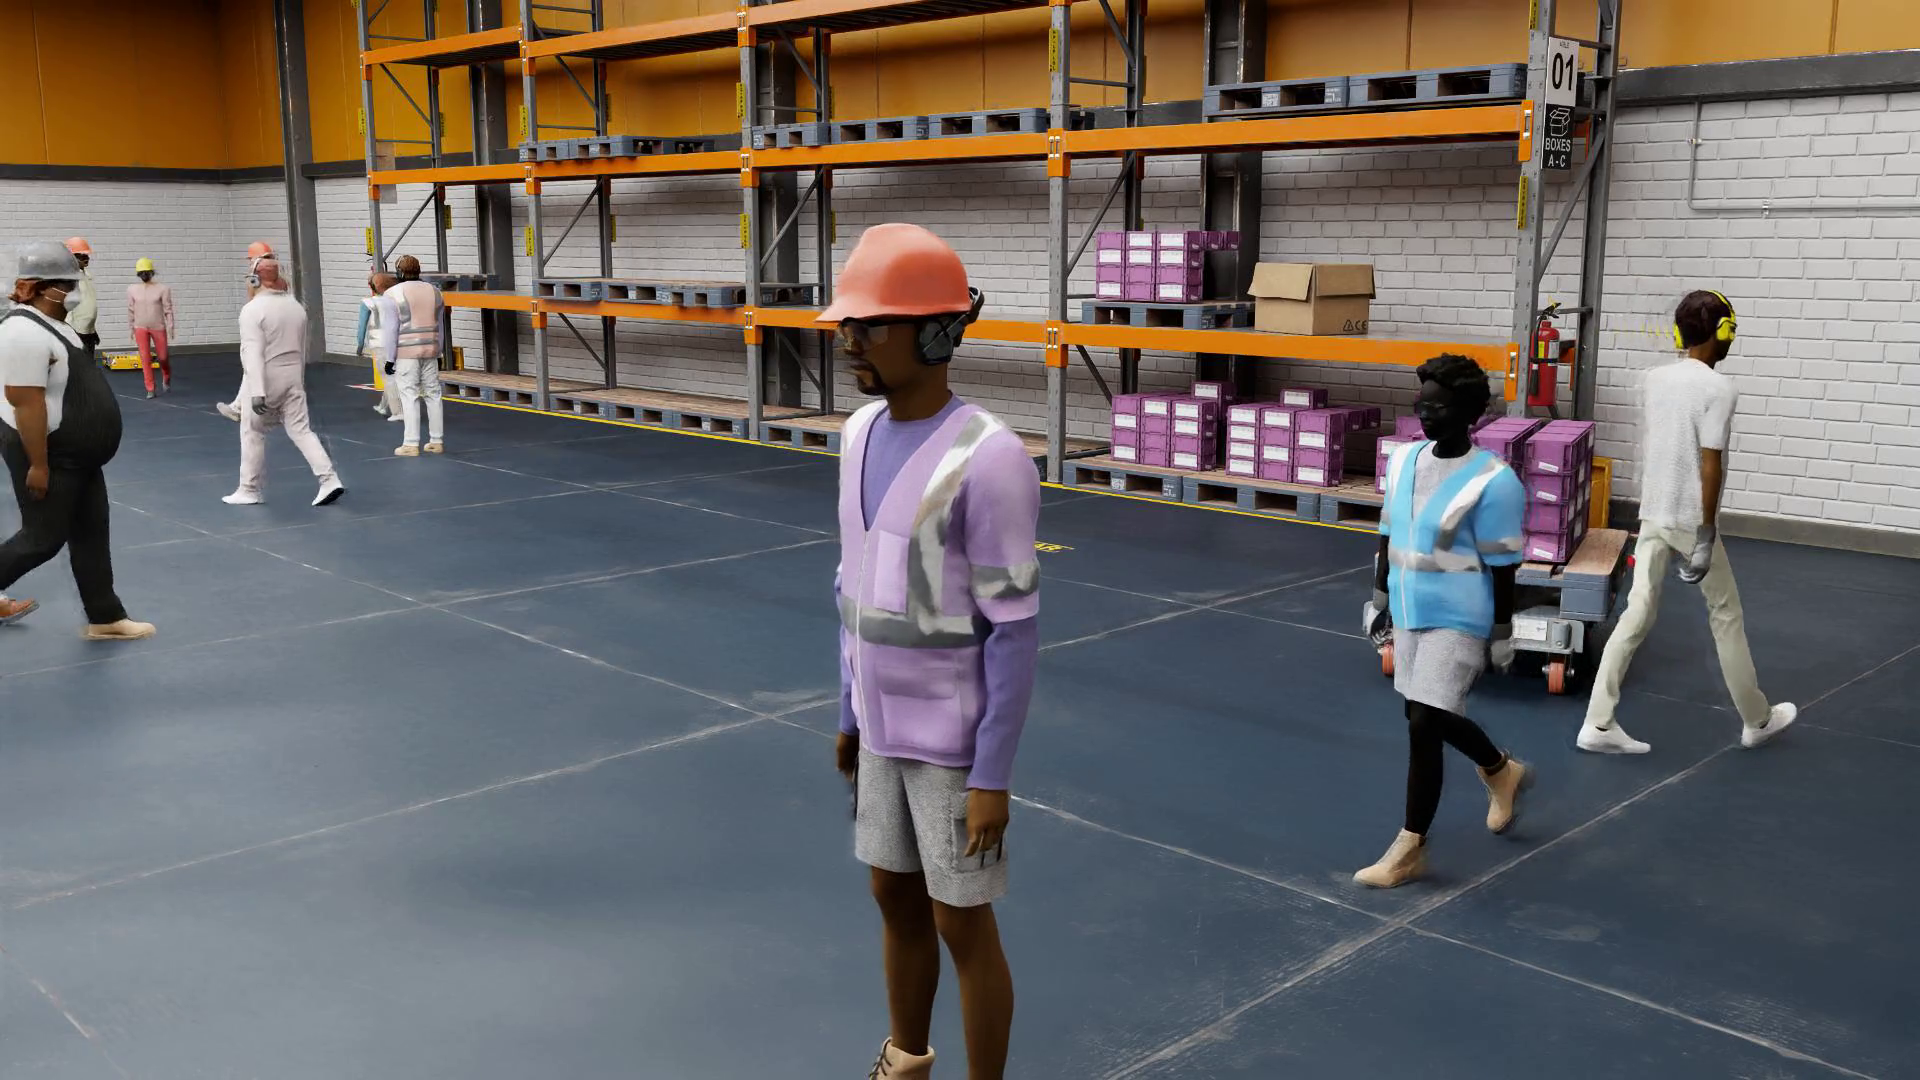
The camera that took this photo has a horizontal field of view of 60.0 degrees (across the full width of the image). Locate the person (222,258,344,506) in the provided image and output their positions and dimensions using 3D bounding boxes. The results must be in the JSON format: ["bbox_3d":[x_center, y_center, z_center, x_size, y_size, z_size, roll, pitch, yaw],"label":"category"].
[{"bbox_3d":[-5.081,-1.169,12.415,0.980,1.865,0.657,4,11,19],"label":"person"}]

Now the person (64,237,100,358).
[{"bbox_3d":[-9.699,-2.331,18.377,0.390,1.995,0.613,0,10,-2],"label":"person"}]

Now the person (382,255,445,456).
[{"bbox_3d":[-5.041,-1.696,15.335,0.430,1.845,0.624,8,13,37],"label":"person"}]

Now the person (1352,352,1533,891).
[{"bbox_3d":[1.577,0.235,5.269,0.768,1.673,0.530,-5,11,-24],"label":"person"}]

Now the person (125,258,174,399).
[{"bbox_3d":[-10.136,-2.659,20.851,0.529,1.749,0.641,-3,11,-18],"label":"person"}]

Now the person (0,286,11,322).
[{"bbox_3d":[-9.159,-1.802,15.899,0.628,1.849,0.536,2,11,10],"label":"person"}]

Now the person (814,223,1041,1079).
[{"bbox_3d":[-0.095,0.385,3.438,0.397,2.043,0.609,-7,13,-34],"label":"person"}]

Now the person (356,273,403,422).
[{"bbox_3d":[-6.347,-2.102,18.195,0.825,1.598,0.518,9,13,39],"label":"person"}]

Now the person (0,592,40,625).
[{"bbox_3d":[-5.382,-0.471,8.565,1.070,1.881,0.647,-1,10,-4],"label":"person"}]

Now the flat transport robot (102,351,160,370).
[{"bbox_3d":[-12.676,-2.757,25.405,0.652,0.197,1.431,-6,12,-31],"label":"flat transport robot"}]

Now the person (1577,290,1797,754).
[{"bbox_3d":[2.848,-0.060,6.505,0.955,1.812,0.501,-4,11,-22],"label":"person"}]

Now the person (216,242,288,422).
[{"bbox_3d":[-7.541,-2.223,17.934,1.022,1.937,0.634,3,11,17],"label":"person"}]

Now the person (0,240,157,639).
[{"bbox_3d":[-4.507,-0.462,8.066,0.851,2.000,0.695,-3,11,-15],"label":"person"}]
